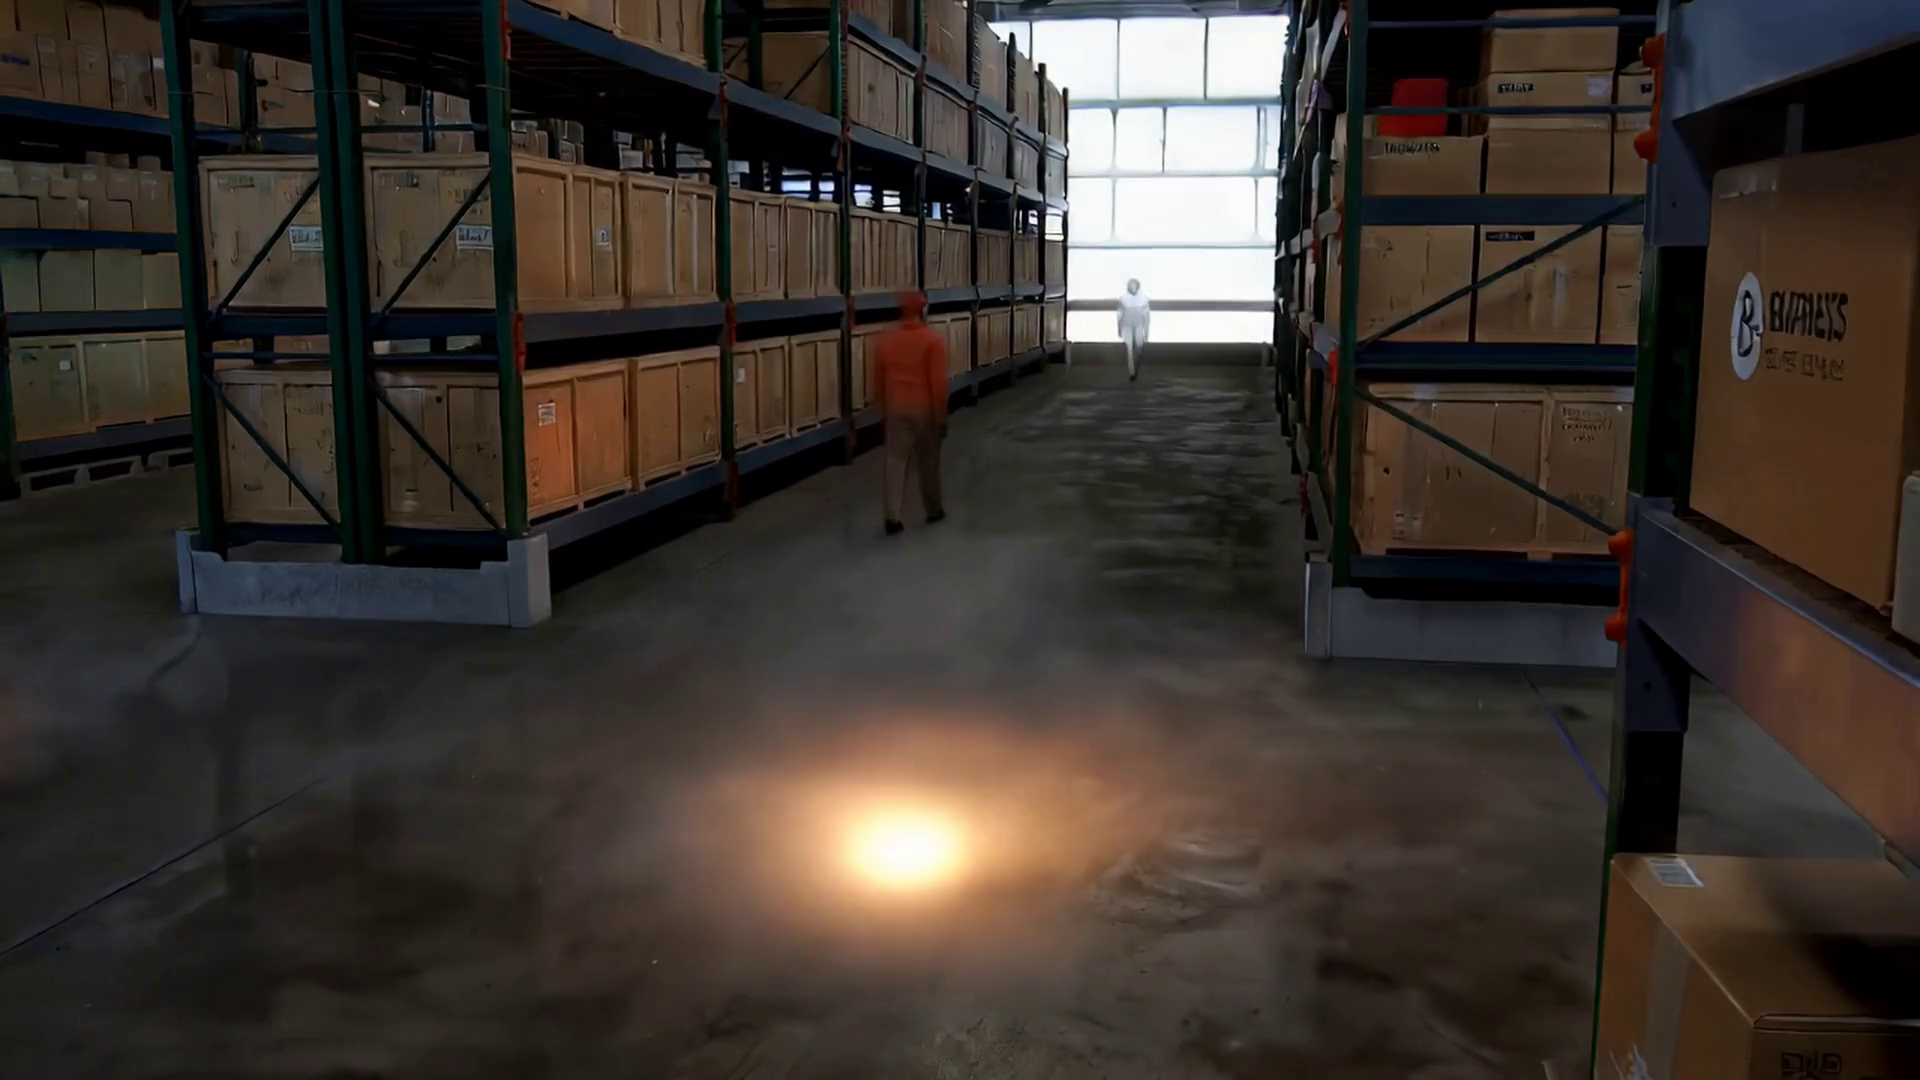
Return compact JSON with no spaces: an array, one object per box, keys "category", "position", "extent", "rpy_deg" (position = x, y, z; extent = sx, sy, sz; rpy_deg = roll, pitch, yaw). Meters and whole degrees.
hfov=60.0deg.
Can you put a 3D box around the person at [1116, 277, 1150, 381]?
[{"category":"person","position":[3.231,-3.942,31.107],"extent":[0.644,1.919,0.513],"rpy_deg":[0,9,0]}]

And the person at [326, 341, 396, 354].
[{"category":"person","position":[-4.899,-1.067,13.664],"extent":[0.582,1.805,0.955],"rpy_deg":[1,9,6]}]

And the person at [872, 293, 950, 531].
[{"category":"person","position":[-0.382,-1.009,13.124],"extent":[0.664,1.857,0.991],"rpy_deg":[3,10,16]}]
